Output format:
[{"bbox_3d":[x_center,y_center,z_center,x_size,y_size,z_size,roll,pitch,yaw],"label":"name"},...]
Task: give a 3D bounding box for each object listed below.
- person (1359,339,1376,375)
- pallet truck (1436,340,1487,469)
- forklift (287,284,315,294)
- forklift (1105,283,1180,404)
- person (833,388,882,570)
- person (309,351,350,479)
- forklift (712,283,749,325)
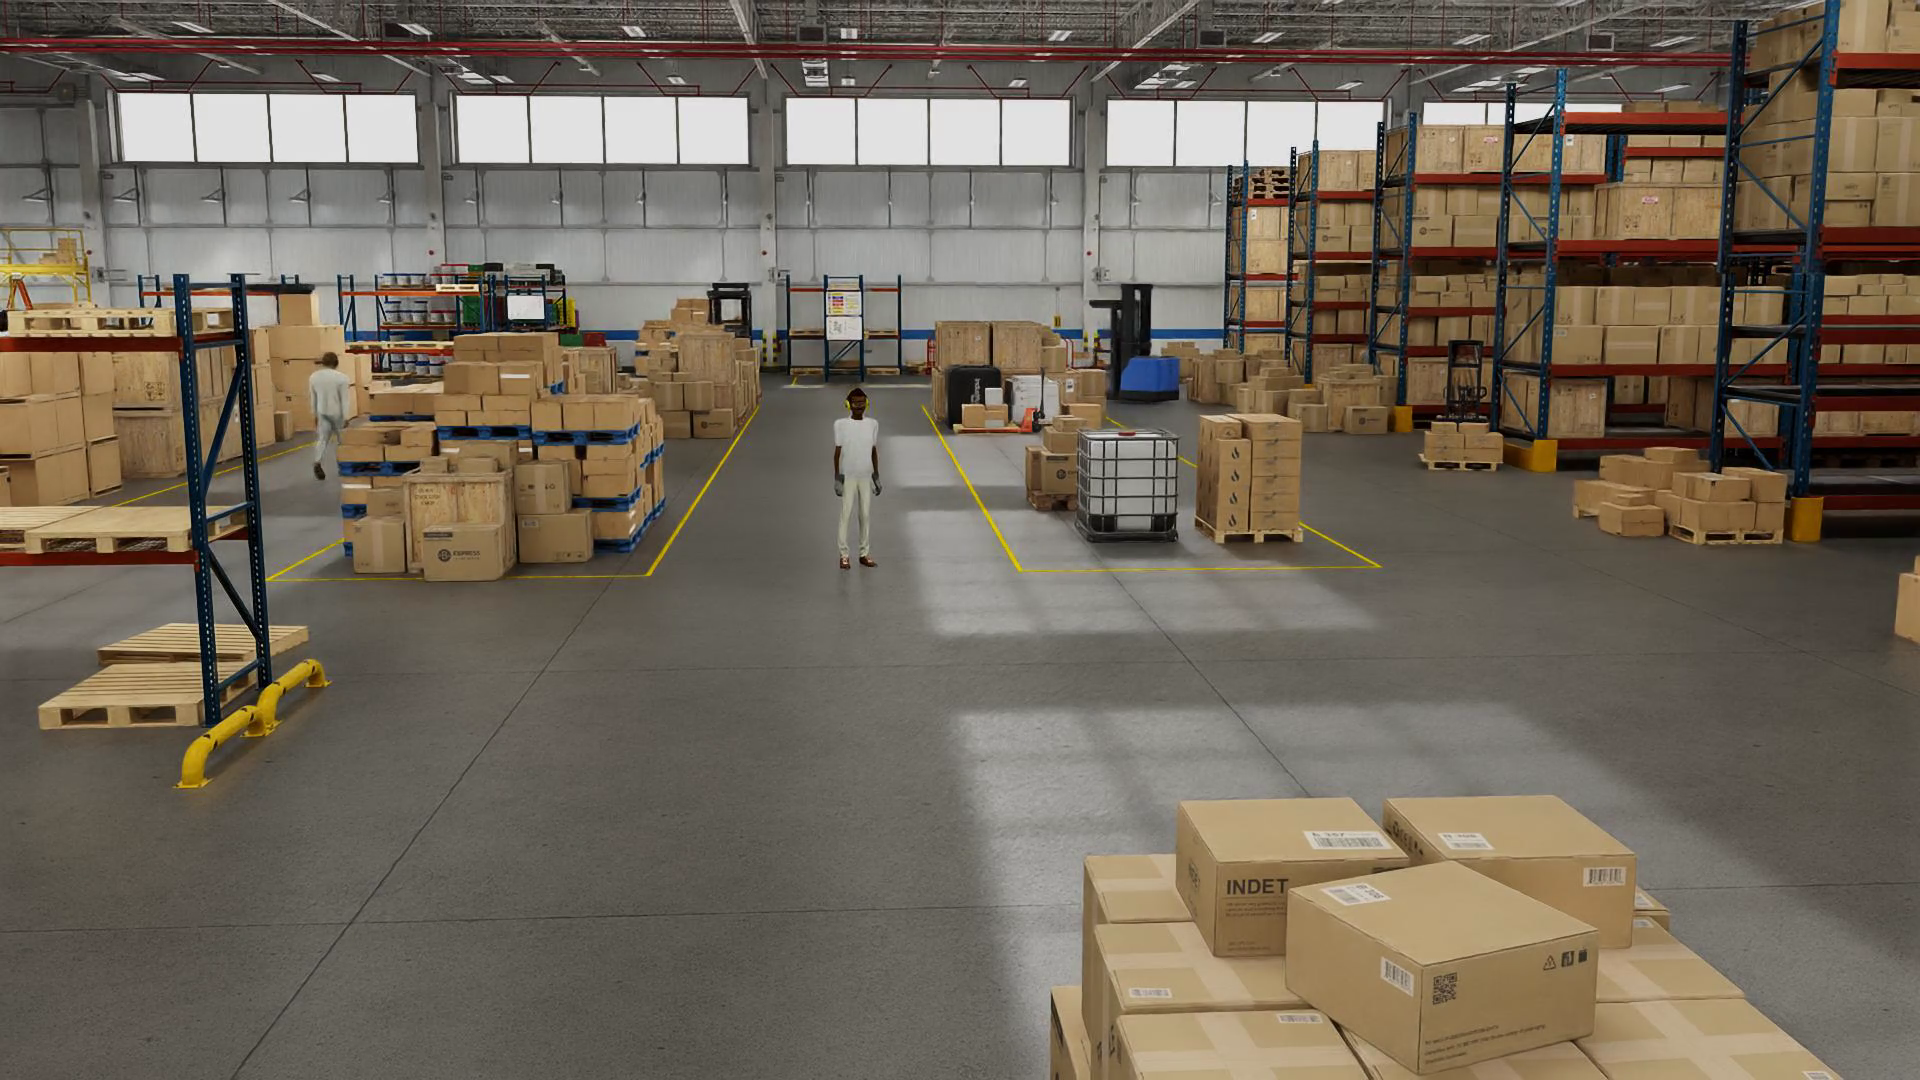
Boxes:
[{"bbox_3d":[9.155,-3.694,37.205,0.659,1.620,0.343,-6,11,-32],"label":"person"},{"bbox_3d":[8.004,-2.170,26.422,0.823,1.965,1.885,2,9,14],"label":"pallet truck"},{"bbox_3d":[-15.152,-4.524,38.438,1.873,2.768,1.129,-1,9,-4],"label":"forklift"},{"bbox_3d":[4.200,-4.686,39.455,1.873,2.768,1.129,7,12,38],"label":"forklift"},{"bbox_3d":[-1.055,-0.630,17.177,0.517,1.863,0.328,-4,10,-25],"label":"person"},{"bbox_3d":[-9.409,-1.863,24.797,0.642,1.910,0.918,1,9,5],"label":"person"},{"bbox_3d":[-5.913,-5.261,43.066,1.129,2.768,1.873,-1,9,-4],"label":"forklift"}]
